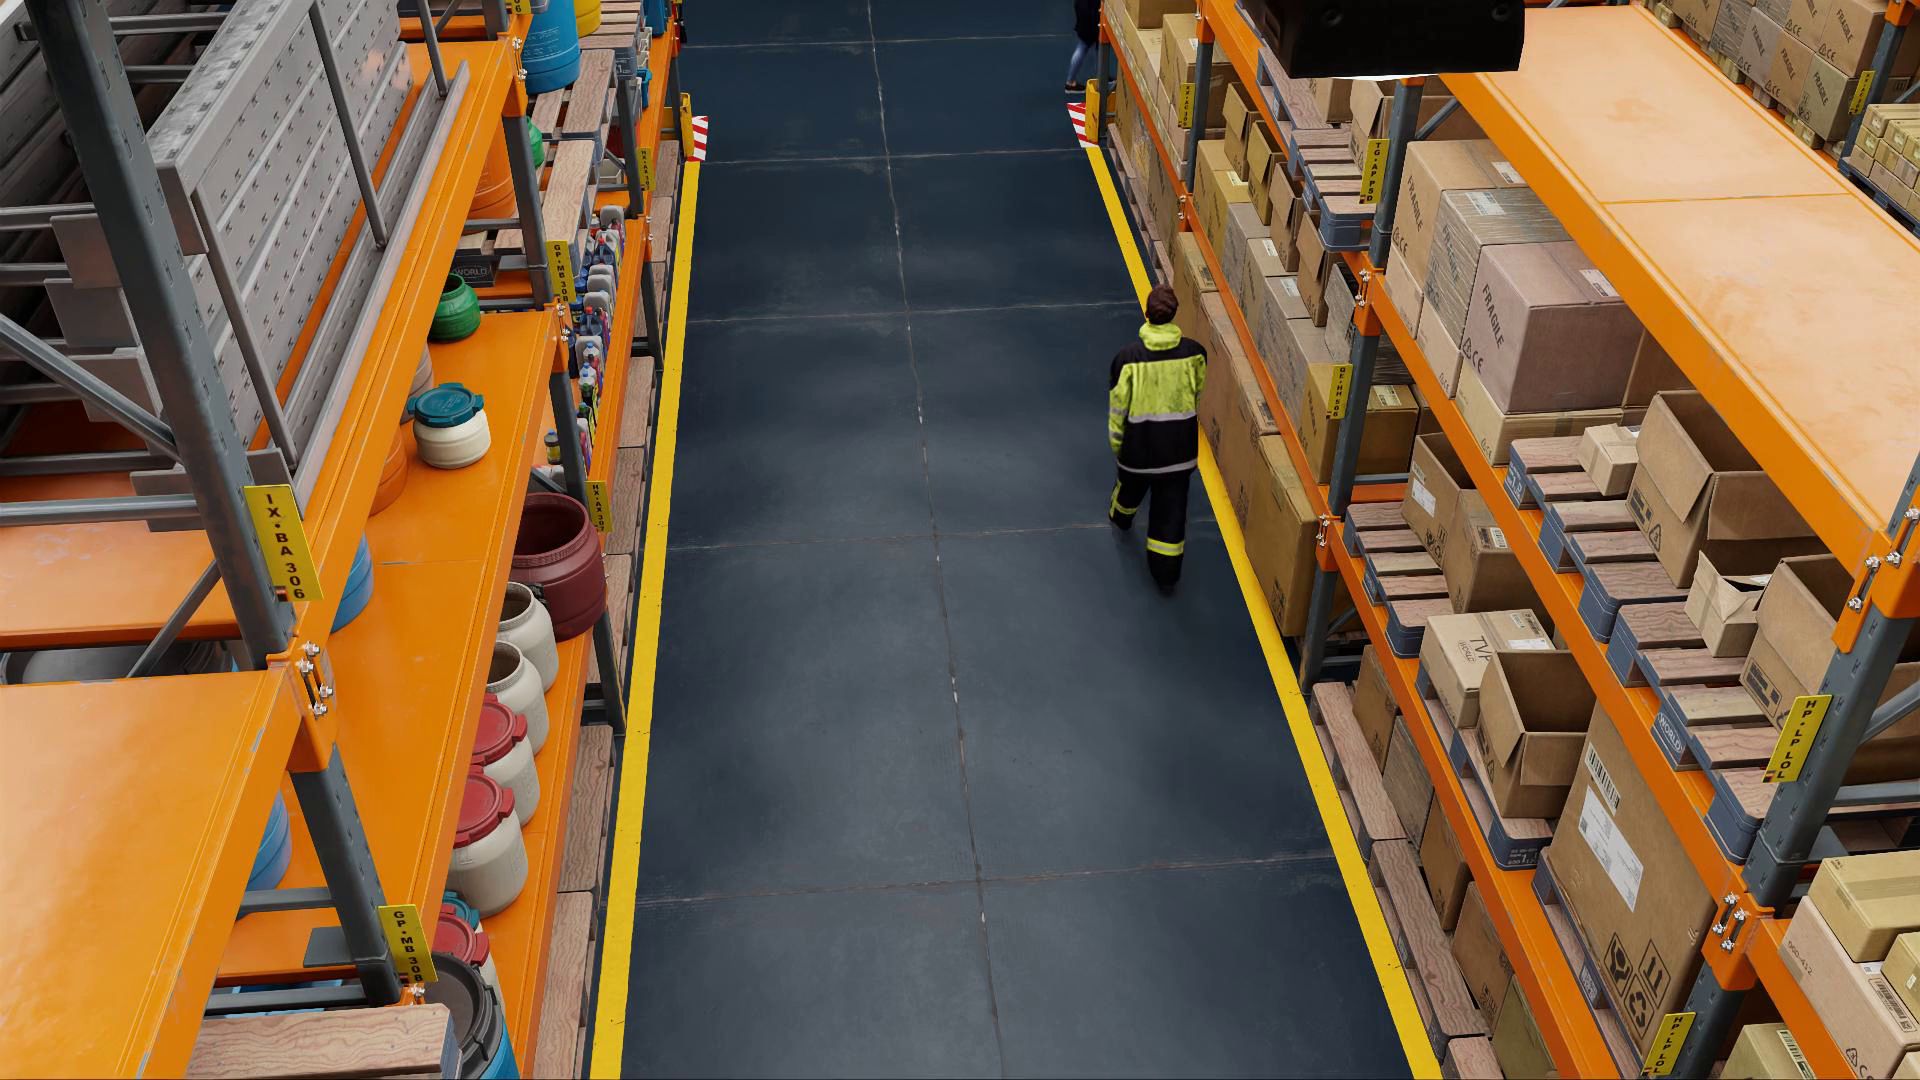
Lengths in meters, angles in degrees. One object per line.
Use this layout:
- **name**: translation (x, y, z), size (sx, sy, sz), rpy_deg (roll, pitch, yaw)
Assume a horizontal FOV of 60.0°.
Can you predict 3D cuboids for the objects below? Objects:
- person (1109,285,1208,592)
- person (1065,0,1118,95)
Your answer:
- **person**: translation (1.225, -0.577, 10.181), size (0.782, 1.930, 1.186), rpy_deg (-3, 37, -4)
- **person**: translation (1.231, -5.186, 16.469), size (0.747, 1.656, 0.790), rpy_deg (-9, 38, -12)
